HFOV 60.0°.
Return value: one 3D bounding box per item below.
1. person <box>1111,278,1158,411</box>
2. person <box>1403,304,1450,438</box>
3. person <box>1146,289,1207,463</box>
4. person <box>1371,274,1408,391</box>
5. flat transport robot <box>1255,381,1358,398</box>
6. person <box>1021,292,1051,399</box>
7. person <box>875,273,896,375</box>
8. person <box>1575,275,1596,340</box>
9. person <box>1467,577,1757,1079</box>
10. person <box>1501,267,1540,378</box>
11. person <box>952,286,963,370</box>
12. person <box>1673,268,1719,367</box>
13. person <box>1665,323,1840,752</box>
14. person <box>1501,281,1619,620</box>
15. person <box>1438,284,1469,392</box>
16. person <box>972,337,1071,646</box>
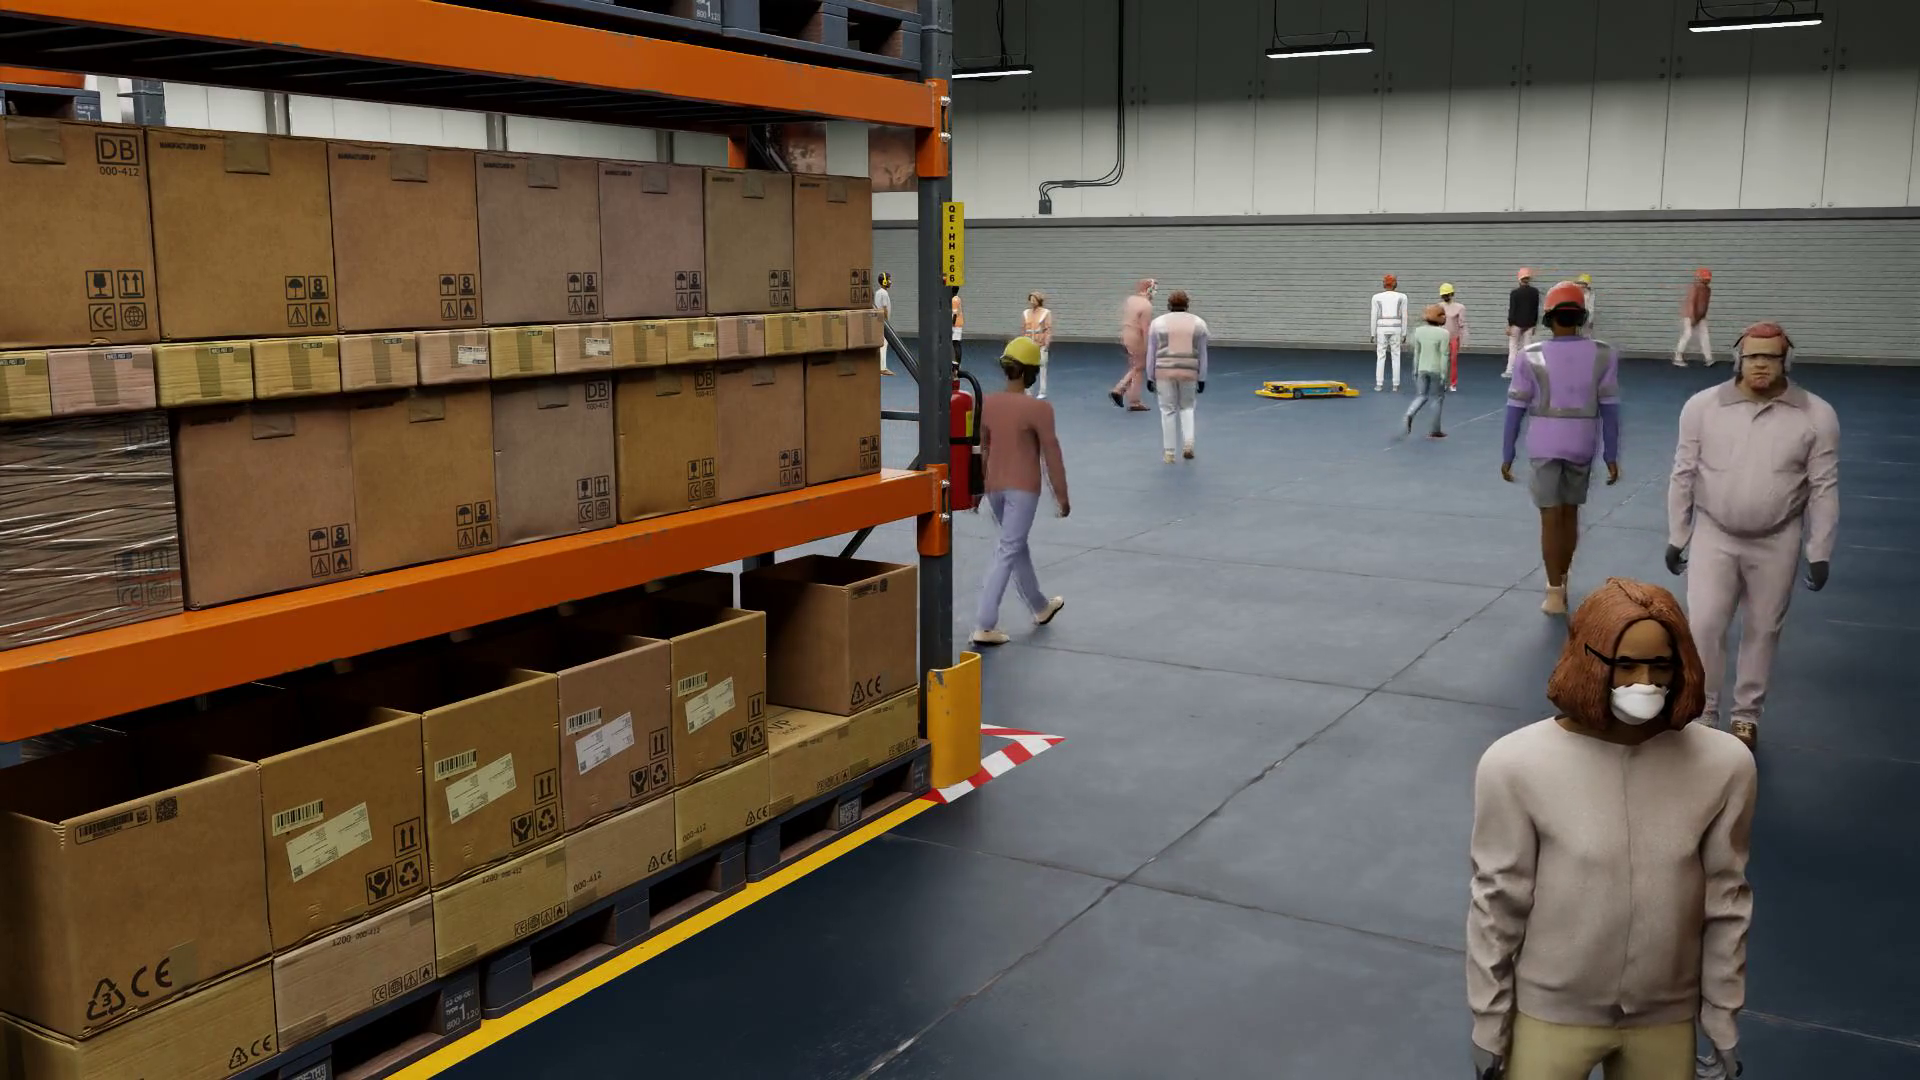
[{"bbox_3d":[2.498,-2.730,23.315,0.511,1.872,0.694,-3,10,-15],"label":"person"},{"bbox_3d":[5.581,-2.004,19.808,0.585,1.611,0.509,-7,12,-37],"label":"person"},{"bbox_3d":[2.274,-1.718,17.542,0.628,1.829,0.453,-1,10,-4],"label":"person"},{"bbox_3d":[6.932,-3.347,26.886,0.572,1.886,0.354,2,10,13],"label":"person"},{"bbox_3d":[5.358,-2.338,25.702,1.431,0.197,0.652,-3,10,-17],"label":"flat transport robot"},{"bbox_3d":[1.169,-2.964,25.399,0.528,1.634,0.328,5,11,29],"label":"person"},{"bbox_3d":[-1.389,-3.957,30.505,0.327,1.874,0.518,-3,10,-19],"label":"person"},{"bbox_3d":[12.893,-4.570,34.347,0.852,1.789,0.614,-6,11,-31],"label":"person"},{"bbox_3d":[1.157,0.864,3.001,0.493,1.624,0.280,0,10,-1],"label":"person"},{"bbox_3d":[10.031,-3.861,29.637,0.641,1.986,0.673,-3,10,-19],"label":"person"},{"bbox_3d":[-0.102,-4.058,31.611,0.321,1.694,0.529,1,10,6],"label":"person"},{"bbox_3d":[14.521,-4.359,32.662,0.658,1.922,1.040,-5,11,-26],"label":"person"},{"bbox_3d":[3.373,0.028,7.120,0.673,1.881,0.785,5,11,25],"label":"person"},{"bbox_3d":[3.643,-0.563,10.199,0.649,2.014,0.868,1,10,5],"label":"person"},{"bbox_3d":[7.794,-3.208,26.506,0.649,1.721,0.771,5,11,28],"label":"person"},{"bbox_3d":[0.360,-0.286,9.445,0.551,1.713,0.917,9,13,42],"label":"person"}]
